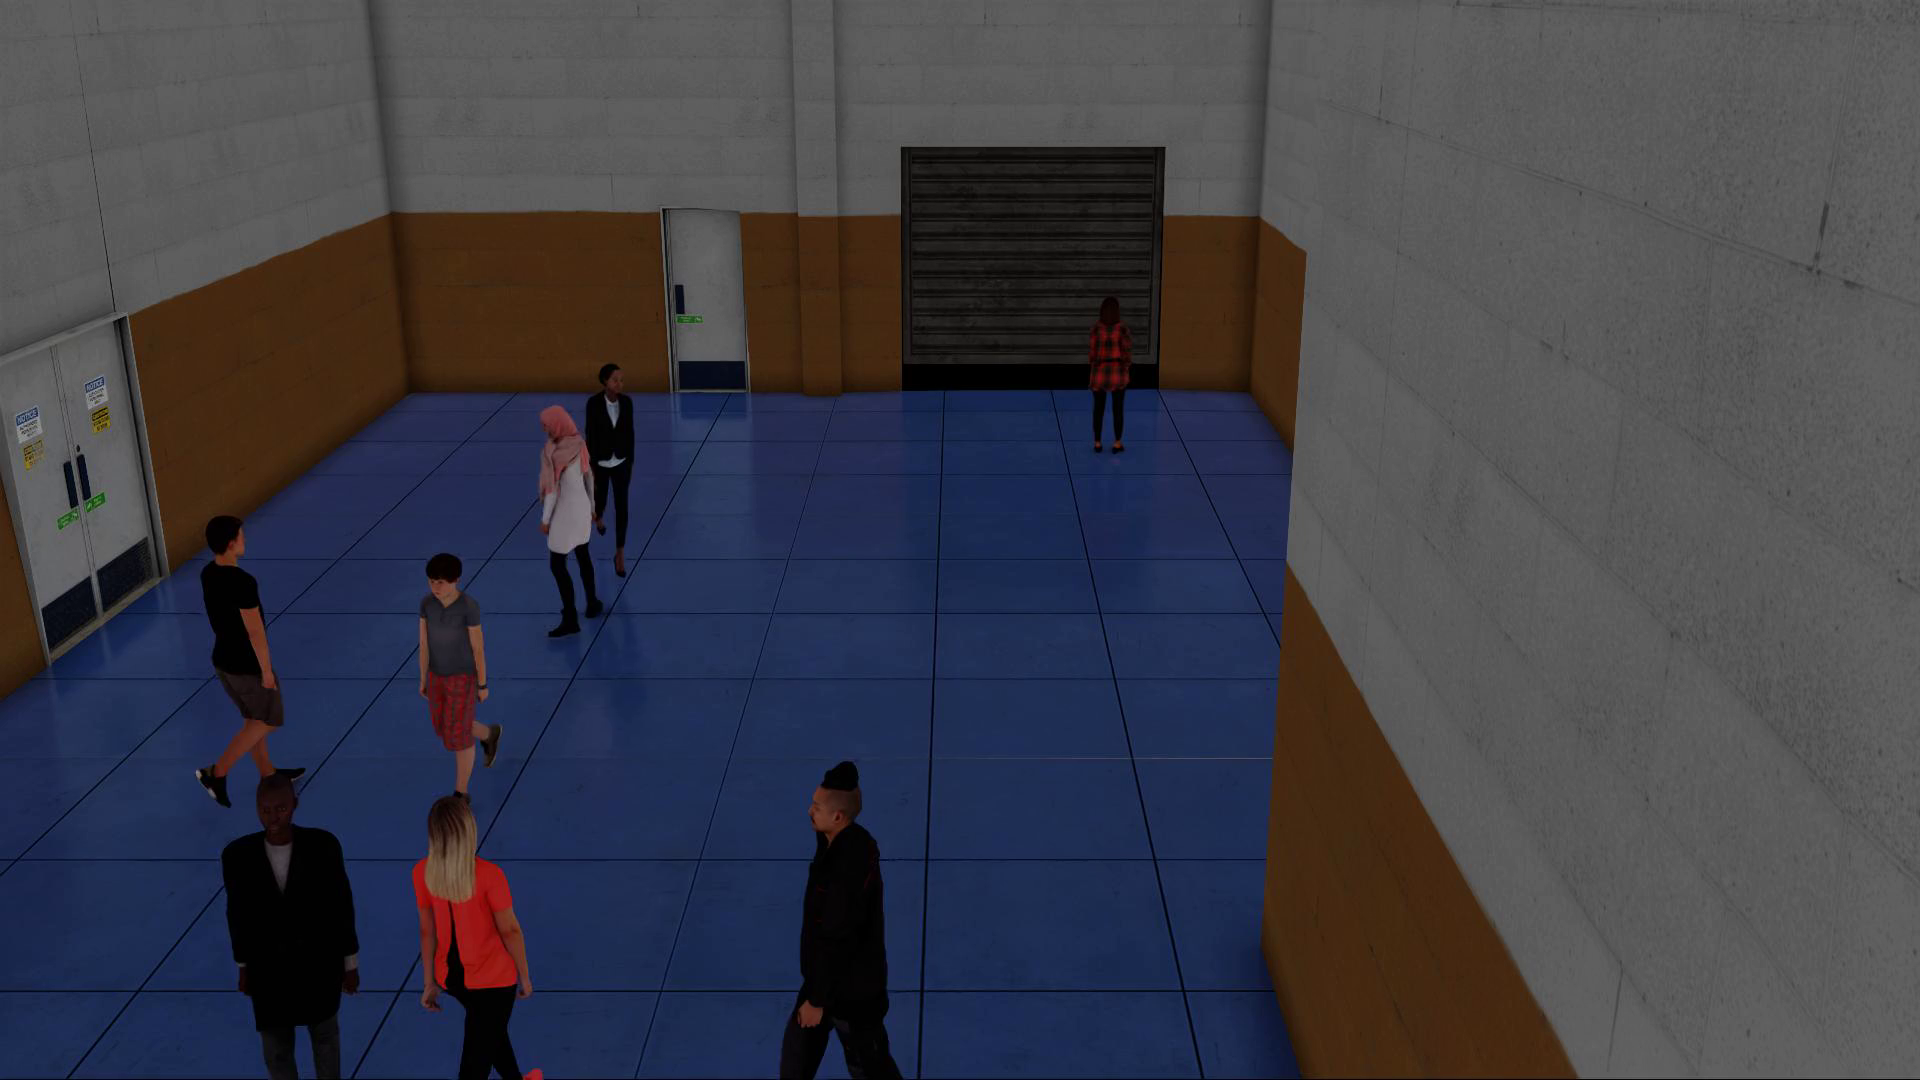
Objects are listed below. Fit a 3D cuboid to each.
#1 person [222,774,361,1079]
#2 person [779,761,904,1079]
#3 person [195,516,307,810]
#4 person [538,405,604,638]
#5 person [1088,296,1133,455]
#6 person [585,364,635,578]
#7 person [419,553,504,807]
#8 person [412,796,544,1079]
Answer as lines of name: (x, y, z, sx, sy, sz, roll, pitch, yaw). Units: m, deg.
person: (-2.882, 1.787, 7.248, 0.744, 1.750, 0.832, -6, 20, -18)
person: (-0.396, 1.803, 7.028, 1.069, 1.836, 0.876, -4, 19, -11)
person: (-4.438, 0.763, 10.129, 1.042, 1.850, 1.057, 13, 23, 34)
person: (-3.014, -0.192, 13.054, 0.823, 1.789, 1.024, 13, 22, 33)
person: (1.605, -1.775, 17.887, 0.597, 1.701, 0.736, 6, 20, 17)
person: (-3.028, -0.613, 14.278, 1.079, 1.806, 0.963, -8, 20, -23)
person: (-3.067, 0.833, 10.237, 1.018, 1.634, 0.872, 6, 20, 18)
person: (-2.092, 1.927, 6.992, 1.195, 1.649, 0.963, 8, 20, 22)
